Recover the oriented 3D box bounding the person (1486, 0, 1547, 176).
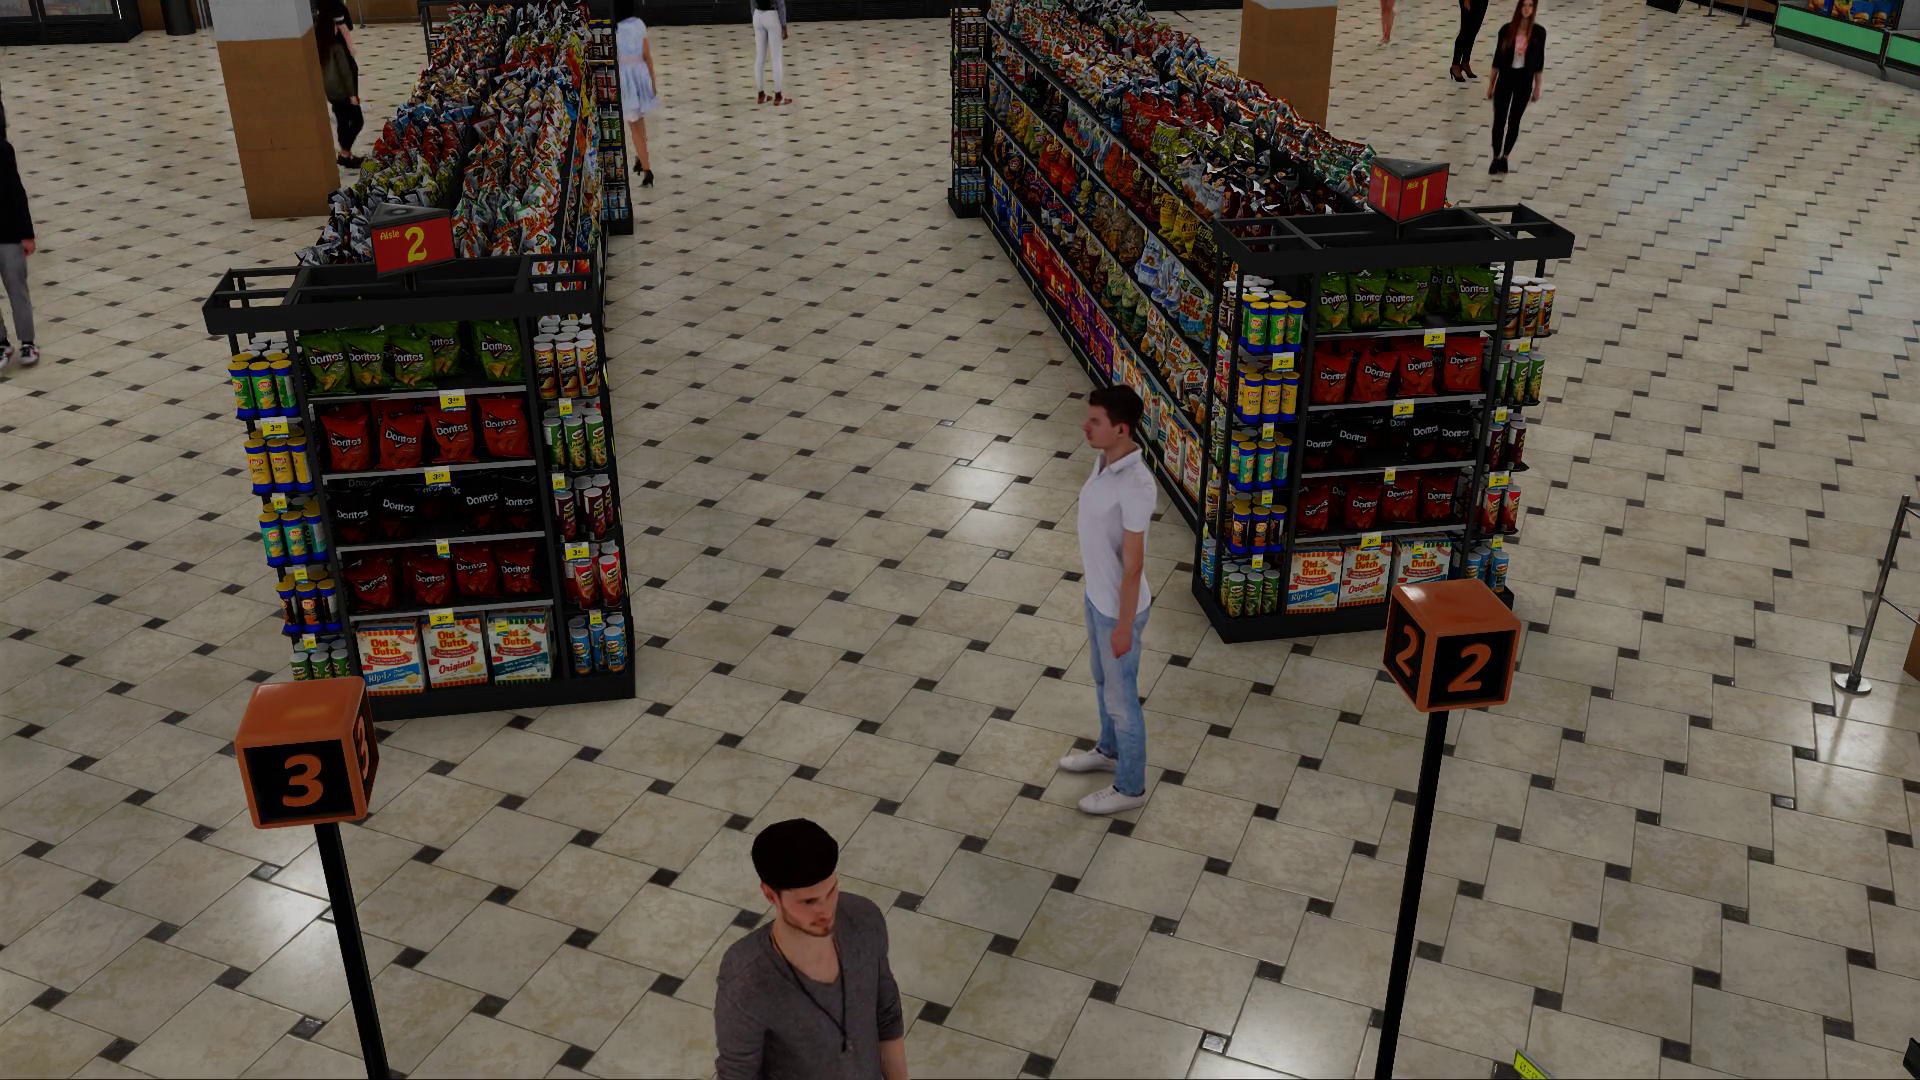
[{"bbox_3d":[5.366,-4.421,16.081,0.786,1.701,0.847,7,28,14],"label":"person"}]

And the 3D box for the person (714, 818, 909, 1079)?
[{"bbox_3d":[-0.404,1.469,4.264,1.128,1.884,1.028,23,35,38],"label":"person"}]

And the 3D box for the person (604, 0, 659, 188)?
[{"bbox_3d":[-3.020,-4.176,15.498,0.846,1.792,1.031,-15,30,-27],"label":"person"}]

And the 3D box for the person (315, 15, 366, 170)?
[{"bbox_3d":[-6.057,-4.334,16.161,0.757,1.474,0.819,19,32,33],"label":"person"}]

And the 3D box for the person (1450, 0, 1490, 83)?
[{"bbox_3d":[6.160,-6.482,19.989,0.795,1.842,0.750,21,34,35],"label":"person"}]

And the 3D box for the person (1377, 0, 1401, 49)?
[{"bbox_3d":[5.720,-7.408,21.976,0.838,1.696,0.896,20,33,34],"label":"person"}]

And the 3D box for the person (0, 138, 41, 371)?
[{"bbox_3d":[-6.581,-2.148,11.335,0.761,1.939,0.726,-10,29,-19],"label":"person"}]

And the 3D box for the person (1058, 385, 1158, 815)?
[{"bbox_3d":[0.639,0.239,6.730,0.698,1.849,0.455,-4,27,-9],"label":"person"}]

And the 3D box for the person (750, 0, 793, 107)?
[{"bbox_3d":[-2.172,-5.818,18.811,0.665,1.724,0.703,15,30,26],"label":"person"}]

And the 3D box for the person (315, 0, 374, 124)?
[{"bbox_3d":[-6.810,-5.328,17.956,0.846,1.623,0.806,-21,34,-35],"label":"person"}]
